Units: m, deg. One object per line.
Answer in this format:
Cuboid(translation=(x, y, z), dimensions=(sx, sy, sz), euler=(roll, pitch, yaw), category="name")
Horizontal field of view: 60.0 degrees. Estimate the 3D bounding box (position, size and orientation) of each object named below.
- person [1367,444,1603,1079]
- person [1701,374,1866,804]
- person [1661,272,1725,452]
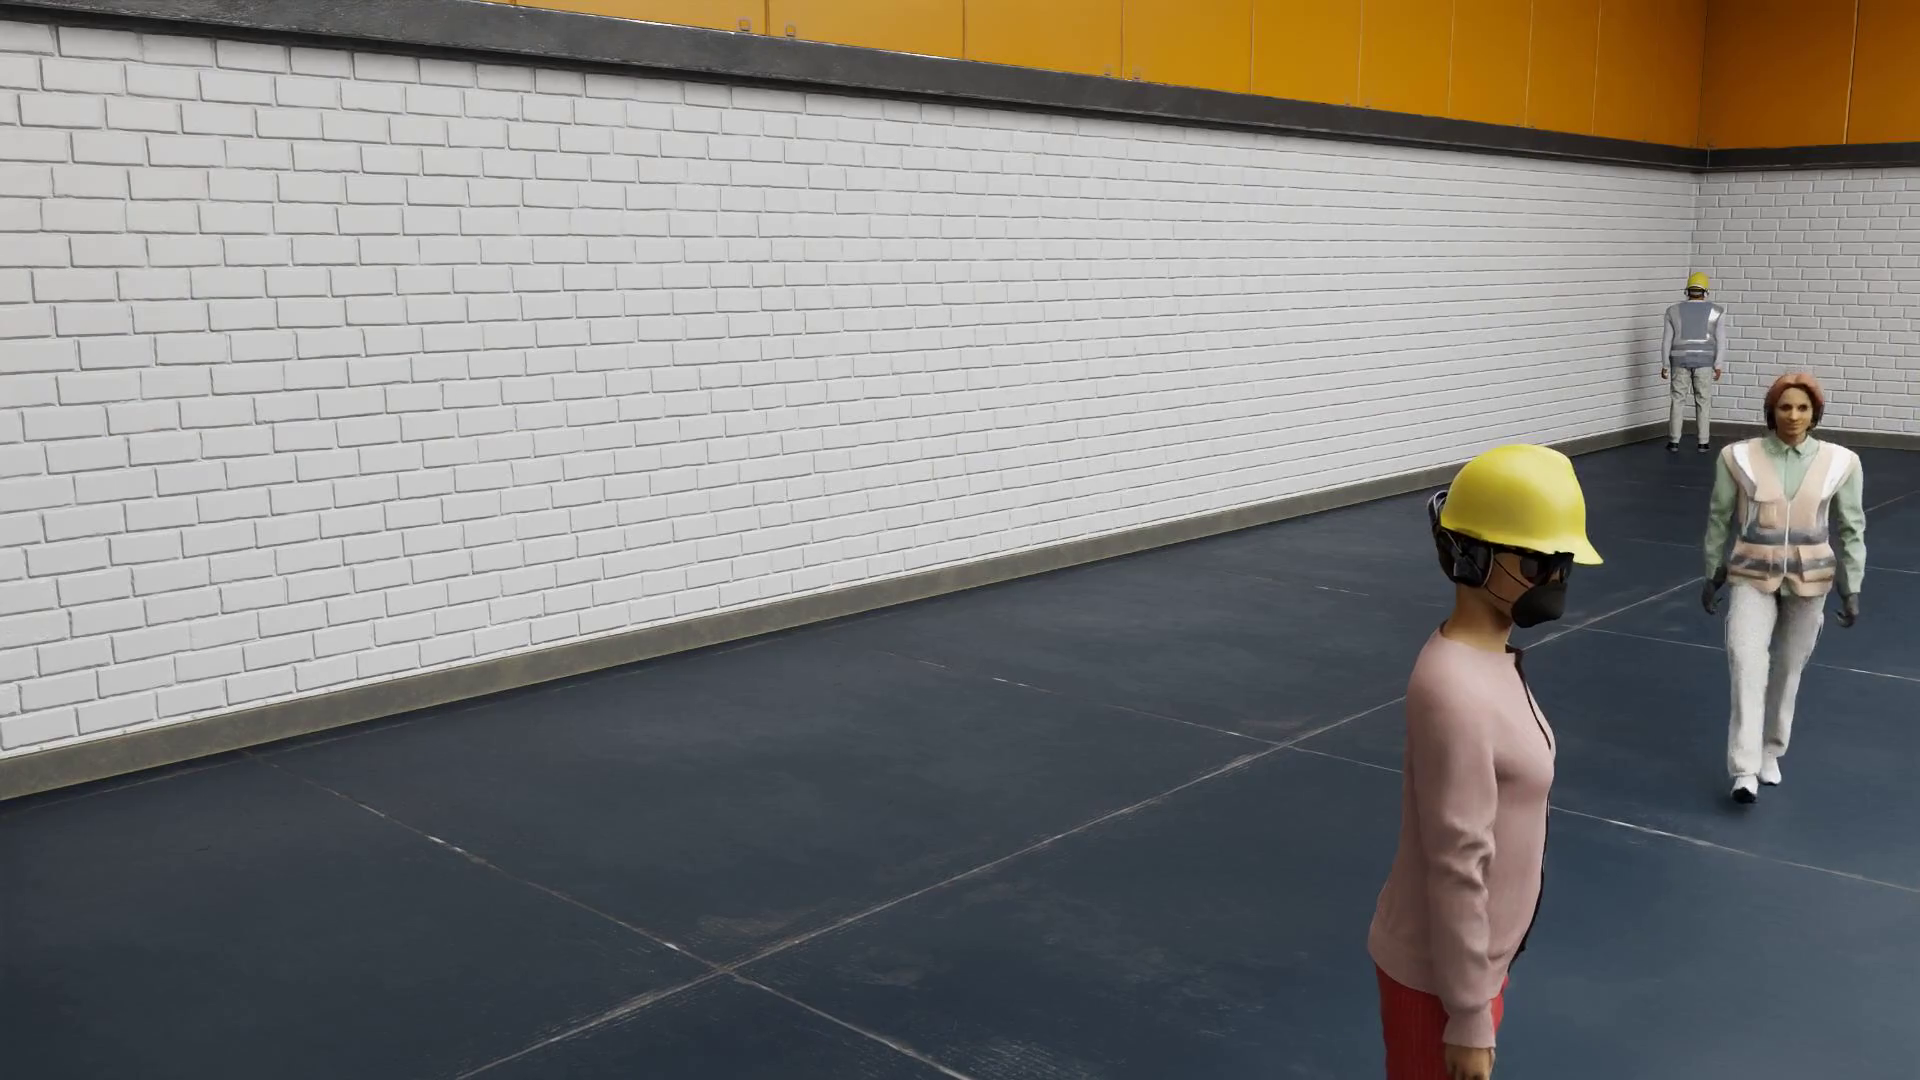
Cuboid(translation=(0.860, 0.715, 2.802), dimensions=(0.329, 1.764, 0.524), euler=(4, 11, 20), category="person")
Cuboid(translation=(3.067, 0.194, 6.193), dimensions=(0.541, 1.599, 0.807), euler=(4, 11, 19), category="person")
Cuboid(translation=(7.474, -1.812, 16.989), dimensions=(0.591, 1.833, 0.404), euler=(4, 11, 23), category="person")
